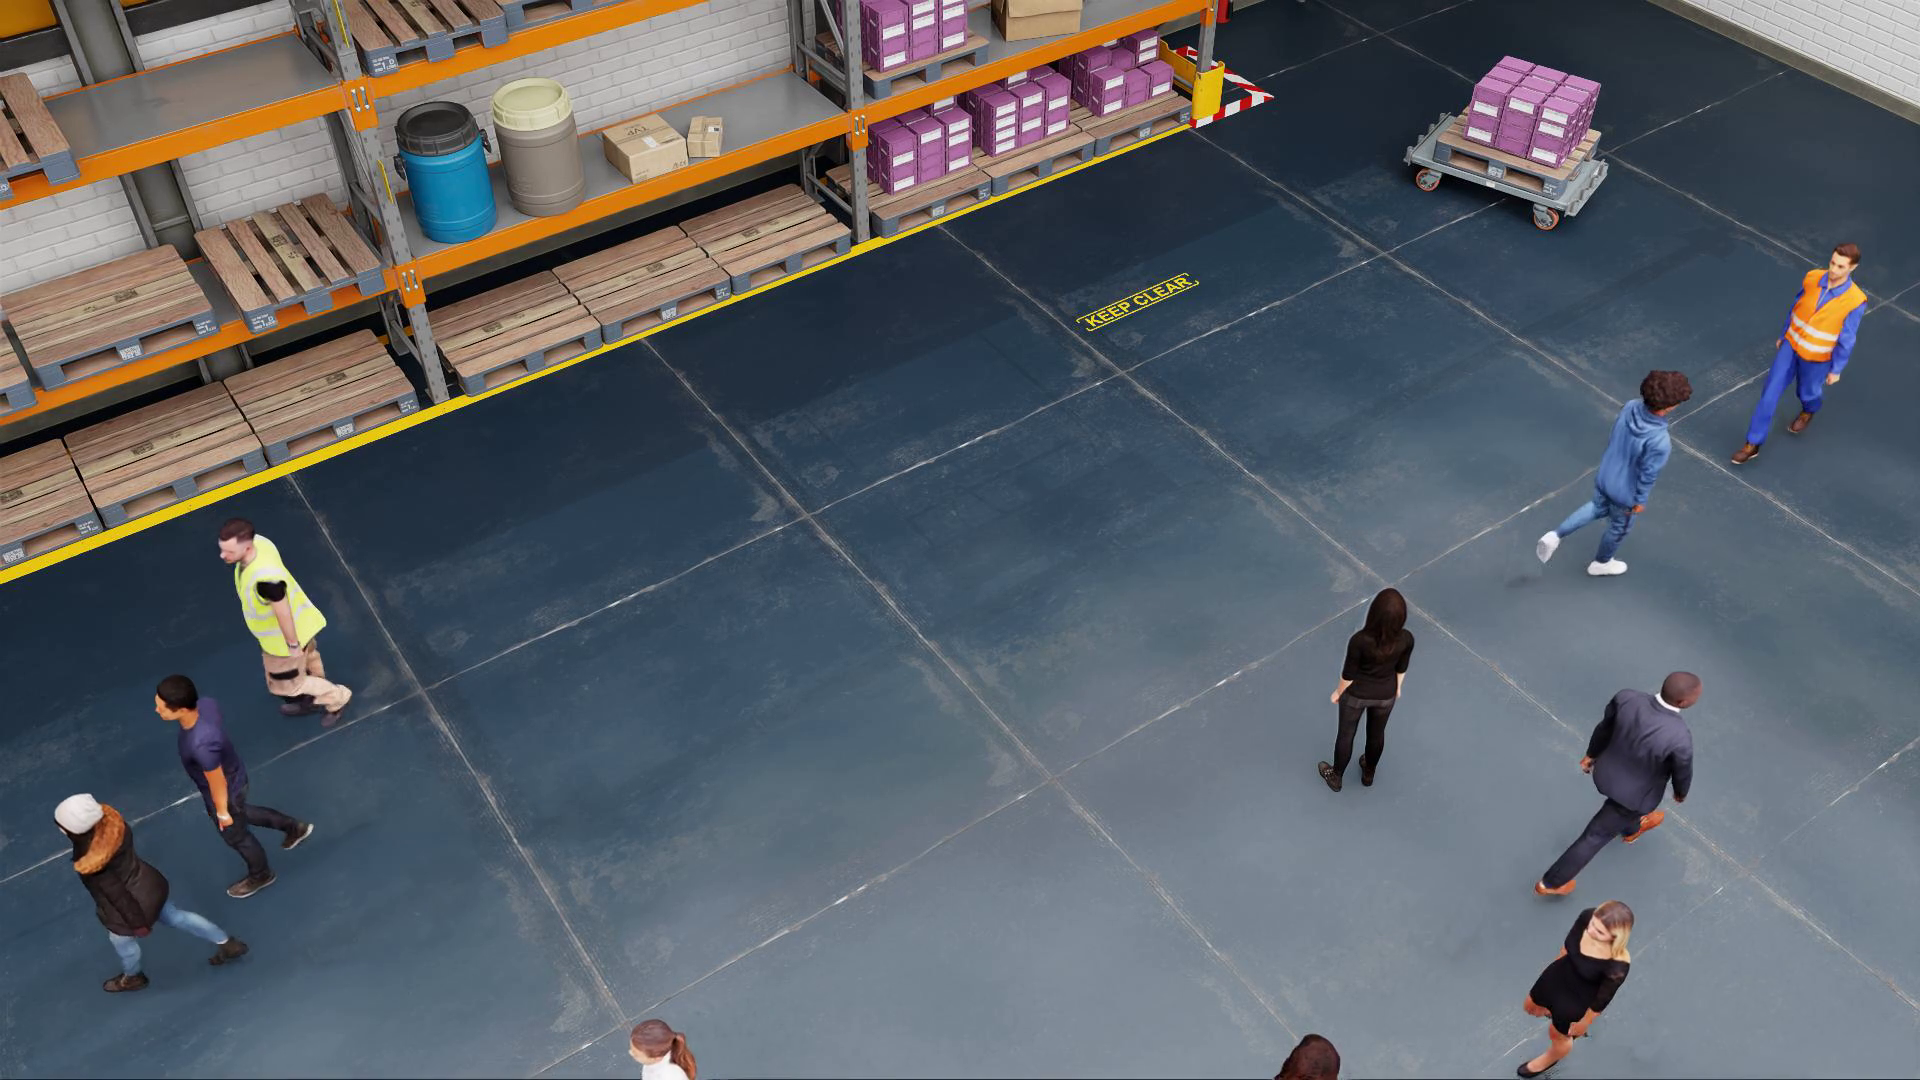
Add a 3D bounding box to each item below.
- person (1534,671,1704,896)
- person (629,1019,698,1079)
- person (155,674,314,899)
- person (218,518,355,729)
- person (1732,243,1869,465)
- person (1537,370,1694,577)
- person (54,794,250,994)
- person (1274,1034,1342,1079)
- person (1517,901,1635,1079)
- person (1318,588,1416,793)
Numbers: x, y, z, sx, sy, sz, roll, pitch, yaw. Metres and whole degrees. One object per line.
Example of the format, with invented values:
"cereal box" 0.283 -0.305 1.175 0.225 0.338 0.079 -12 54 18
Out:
"person" 3.688 1.428 9.361 1.291 1.767 0.846 -19 47 -19
"person" -1.298 2.770 8.129 1.012 1.523 0.720 -14 45 -14
"person" -4.106 1.358 9.425 0.836 1.780 0.722 -20 47 -19
"person" -4.120 0.519 10.267 0.753 1.834 0.786 -17 46 -17
"person" 6.317 -1.411 12.295 1.206 1.830 0.763 -31 52 -28
"person" 4.430 -0.406 11.269 1.044 1.790 0.895 -12 45 -12
"person" -4.390 1.904 8.981 1.139 1.602 0.912 -7 44 -7
"person" 1.597 2.951 7.768 0.766 1.758 0.840 -3 44 -3
"person" 3.232 2.315 8.508 0.777 1.660 0.710 -4 44 -4
"person" 2.461 0.916 9.989 0.583 1.642 0.699 -5 44 -5
